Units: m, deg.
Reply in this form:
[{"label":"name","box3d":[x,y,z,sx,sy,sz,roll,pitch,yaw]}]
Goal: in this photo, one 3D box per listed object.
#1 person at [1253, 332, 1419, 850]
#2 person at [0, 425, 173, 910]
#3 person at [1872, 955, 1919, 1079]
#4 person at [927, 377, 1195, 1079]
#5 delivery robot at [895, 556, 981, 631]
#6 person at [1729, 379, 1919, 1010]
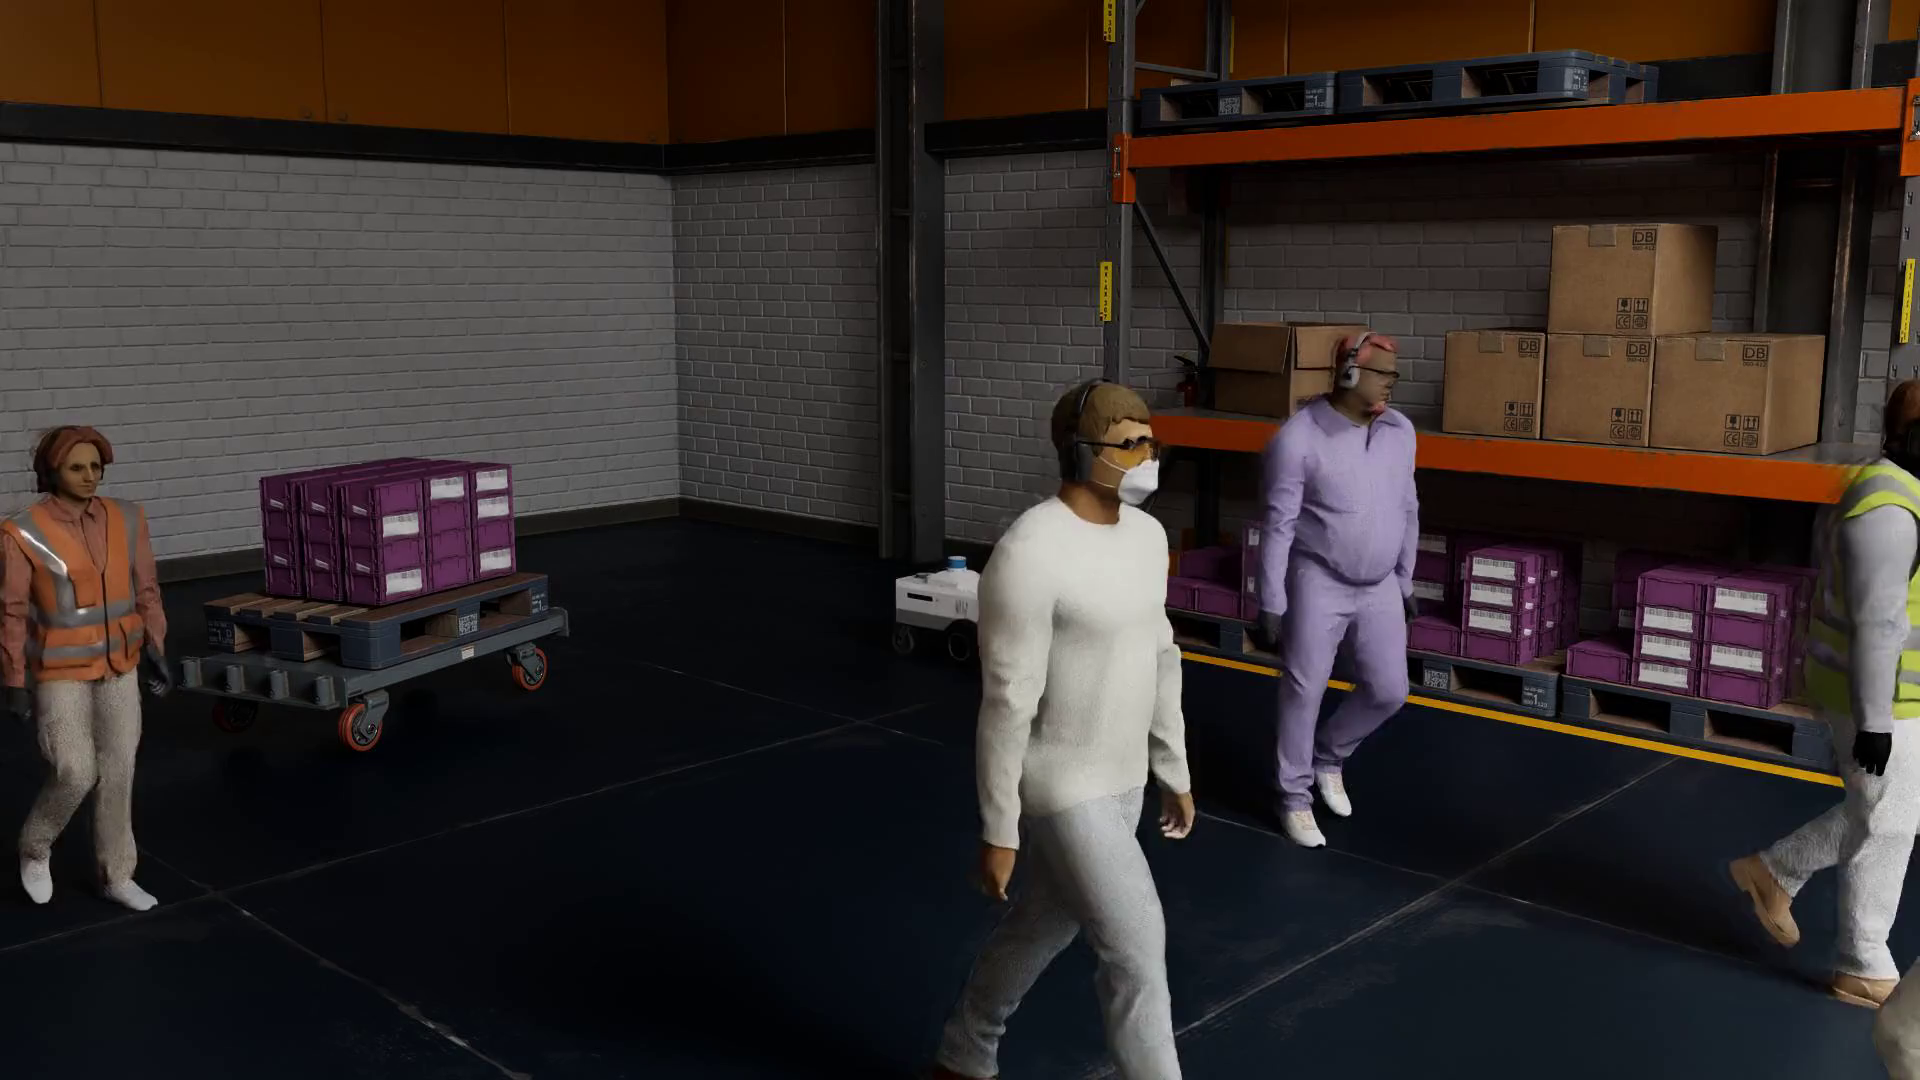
[{"label":"person","box3d":[1.411,0.187,6.118,0.709,1.890,0.415,-4,10,-22]},{"label":"person","box3d":[-2.862,0.434,5.429,0.392,1.628,0.528,5,10,27]},{"label":"person","box3d":[2.090,0.661,3.367,0.618,1.847,0.539,7,11,35]},{"label":"person","box3d":[0.290,0.567,3.829,1.008,1.891,0.649,6,11,32]},{"label":"delivery robot","box3d":[-0.017,0.331,9.040,0.707,0.478,0.477,8,12,40]},{"label":"person","box3d":[2.600,0.437,4.794,0.574,1.833,0.631,7,12,38]}]
